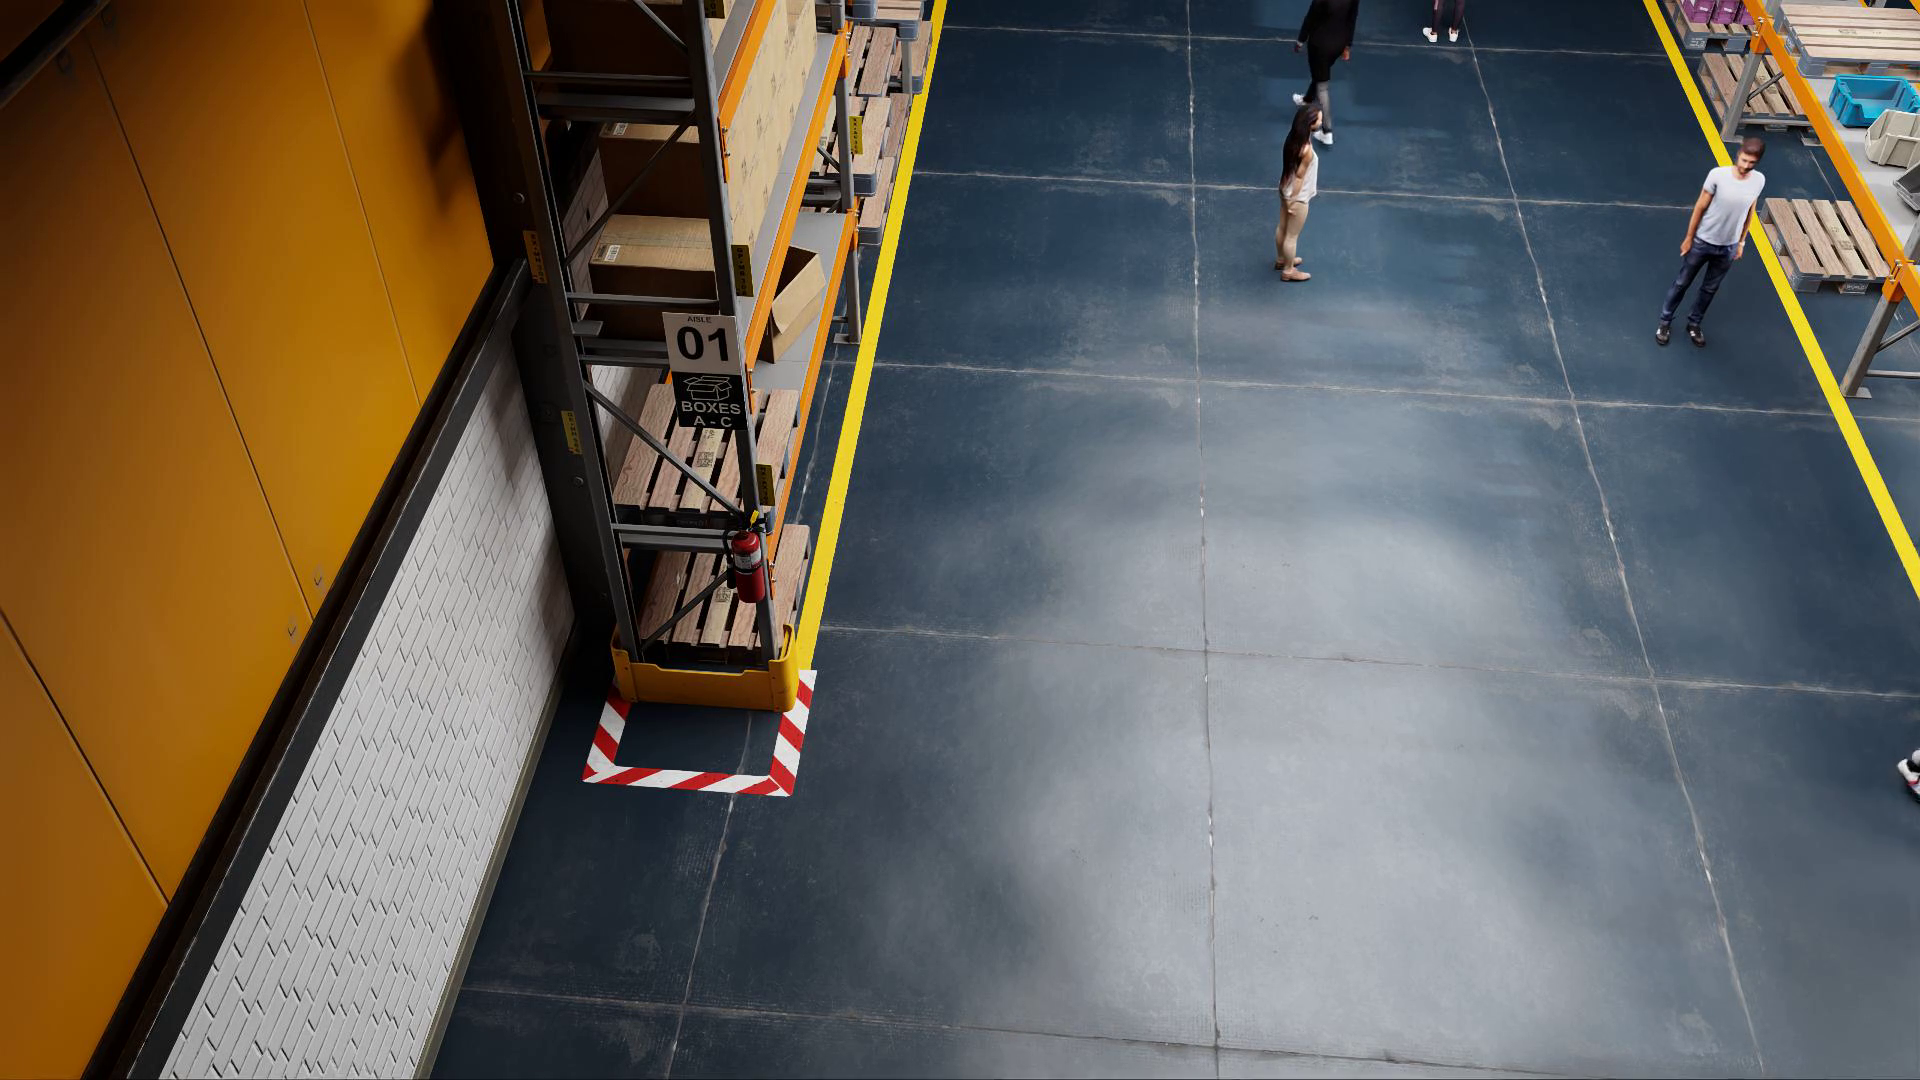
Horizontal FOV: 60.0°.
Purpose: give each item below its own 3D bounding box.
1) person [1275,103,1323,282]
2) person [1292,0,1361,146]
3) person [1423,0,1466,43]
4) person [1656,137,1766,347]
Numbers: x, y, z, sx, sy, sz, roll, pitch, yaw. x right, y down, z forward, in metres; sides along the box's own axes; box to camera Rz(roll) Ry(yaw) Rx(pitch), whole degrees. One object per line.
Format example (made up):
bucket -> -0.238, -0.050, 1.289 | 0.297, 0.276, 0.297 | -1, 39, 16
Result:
person -> 2.830, -2.946, 14.099 | 0.673, 1.652, 0.606 | -27, 50, -25
person -> 3.507, -4.607, 15.796 | 1.001, 1.716, 1.246 | -16, 46, -16
person -> 5.167, -5.974, 17.286 | 0.585, 1.640, 0.576 | -1, 44, -1
person -> 6.068, -2.414, 13.386 | 0.627, 1.866, 0.522 | 4, 44, 4
